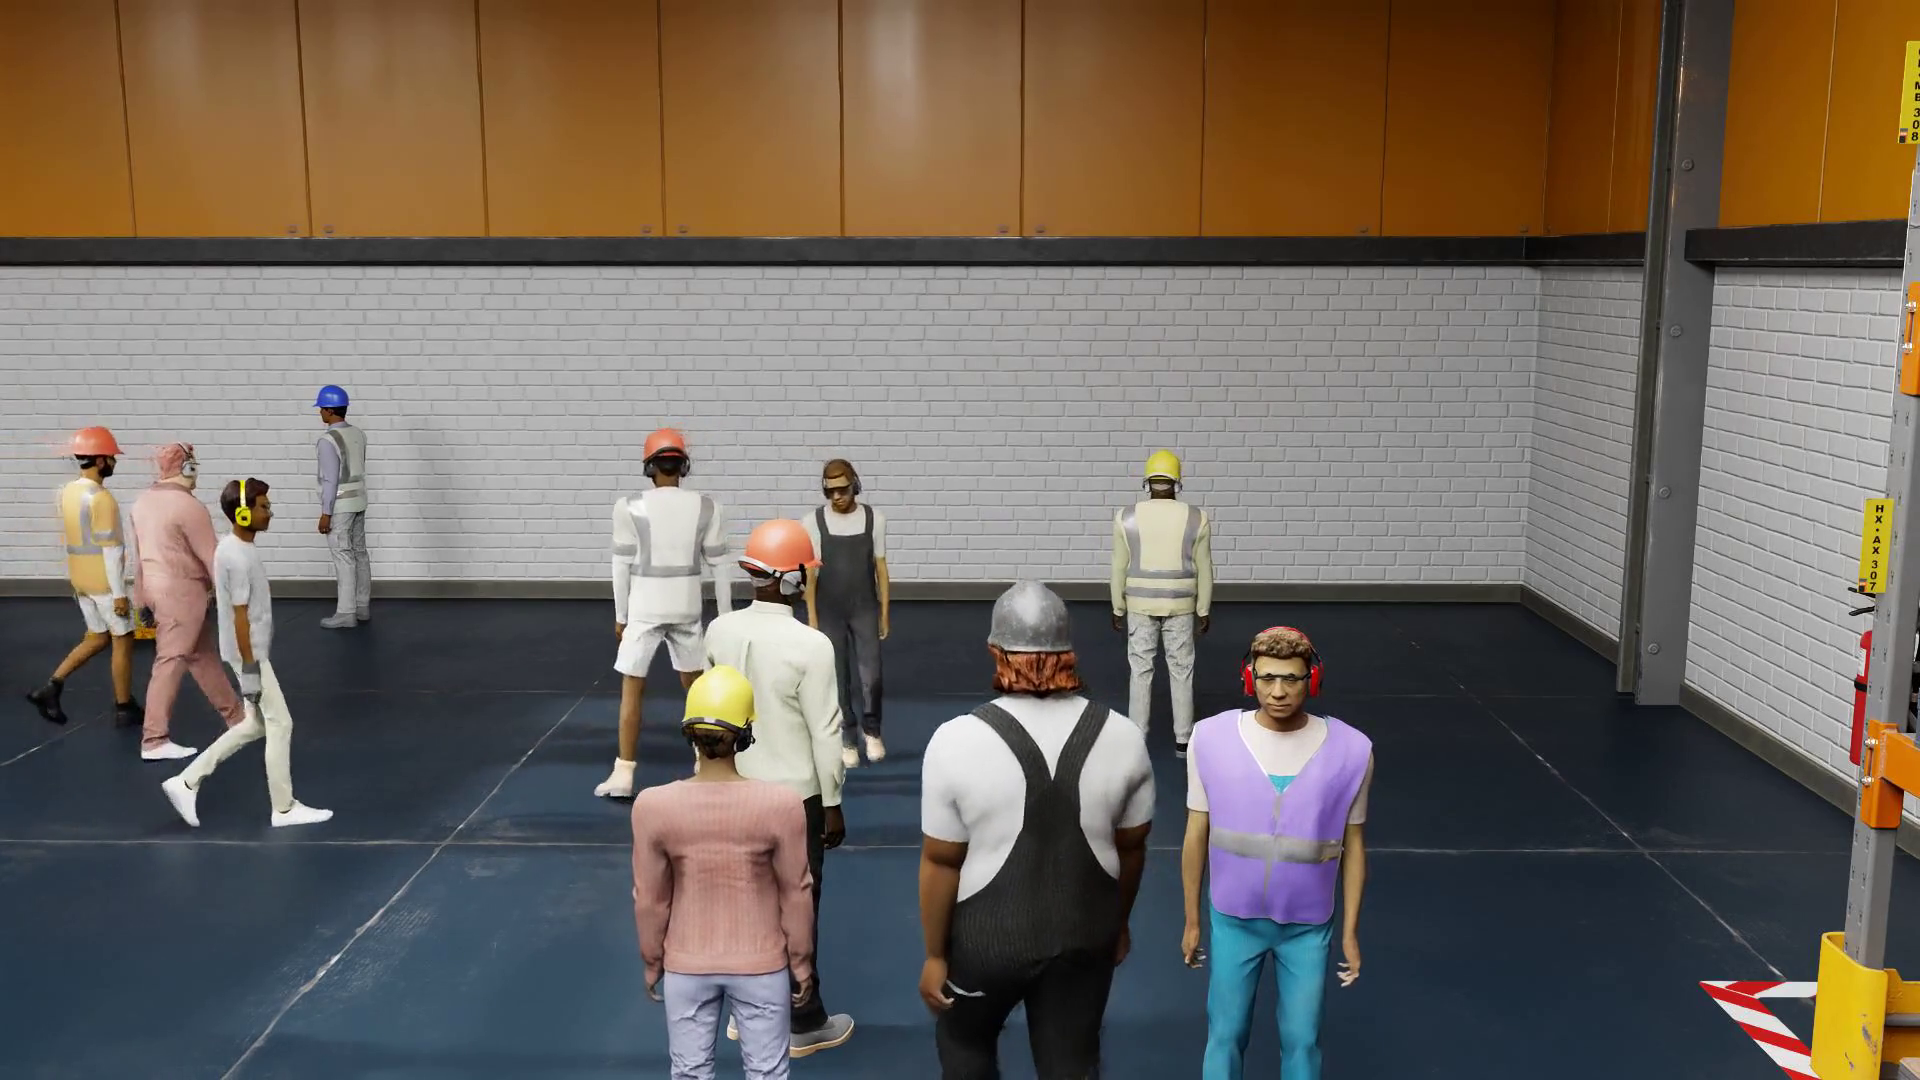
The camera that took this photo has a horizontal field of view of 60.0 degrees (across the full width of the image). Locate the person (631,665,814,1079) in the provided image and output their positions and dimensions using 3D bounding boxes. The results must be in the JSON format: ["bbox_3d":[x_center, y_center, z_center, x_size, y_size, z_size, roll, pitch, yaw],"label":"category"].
[{"bbox_3d":[-0.683,1.239,4.873,0.522,1.769,0.318,0,9,2],"label":"person"}]

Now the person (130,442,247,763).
[{"bbox_3d":[-4.531,0.347,9.937,0.678,1.858,0.965,8,13,41],"label":"person"}]

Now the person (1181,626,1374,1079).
[{"bbox_3d":[0.961,1.160,5.105,0.564,1.846,0.390,1,10,8],"label":"person"}]

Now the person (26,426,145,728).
[{"bbox_3d":[-5.386,0.256,10.299,0.552,1.920,0.660,8,12,40],"label":"person"}]

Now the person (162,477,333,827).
[{"bbox_3d":[-3.681,0.596,8.489,0.721,1.848,0.530,-5,11,-28],"label":"person"}]

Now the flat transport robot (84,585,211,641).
[{"bbox_3d":[-6.521,0.561,13.401,0.652,0.197,1.431,-2,10,-14],"label":"flat transport robot"}]

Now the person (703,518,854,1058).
[{"bbox_3d":[-0.670,0.908,6.168,0.625,1.992,0.388,6,11,34],"label":"person"}]

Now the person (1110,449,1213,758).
[{"bbox_3d":[1.189,0.379,9.833,0.601,1.827,0.403,1,10,7],"label":"person"}]

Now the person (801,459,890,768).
[{"bbox_3d":[-0.651,0.431,9.572,0.517,1.817,0.452,-2,10,-9],"label":"person"}]

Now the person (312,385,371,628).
[{"bbox_3d":[-4.969,-0.272,13.377,0.384,1.949,0.603,1,10,5],"label":"person"}]

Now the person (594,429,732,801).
[{"bbox_3d":[-1.644,0.412,9.131,0.851,2.007,0.612,-5,11,-27],"label":"person"}]
